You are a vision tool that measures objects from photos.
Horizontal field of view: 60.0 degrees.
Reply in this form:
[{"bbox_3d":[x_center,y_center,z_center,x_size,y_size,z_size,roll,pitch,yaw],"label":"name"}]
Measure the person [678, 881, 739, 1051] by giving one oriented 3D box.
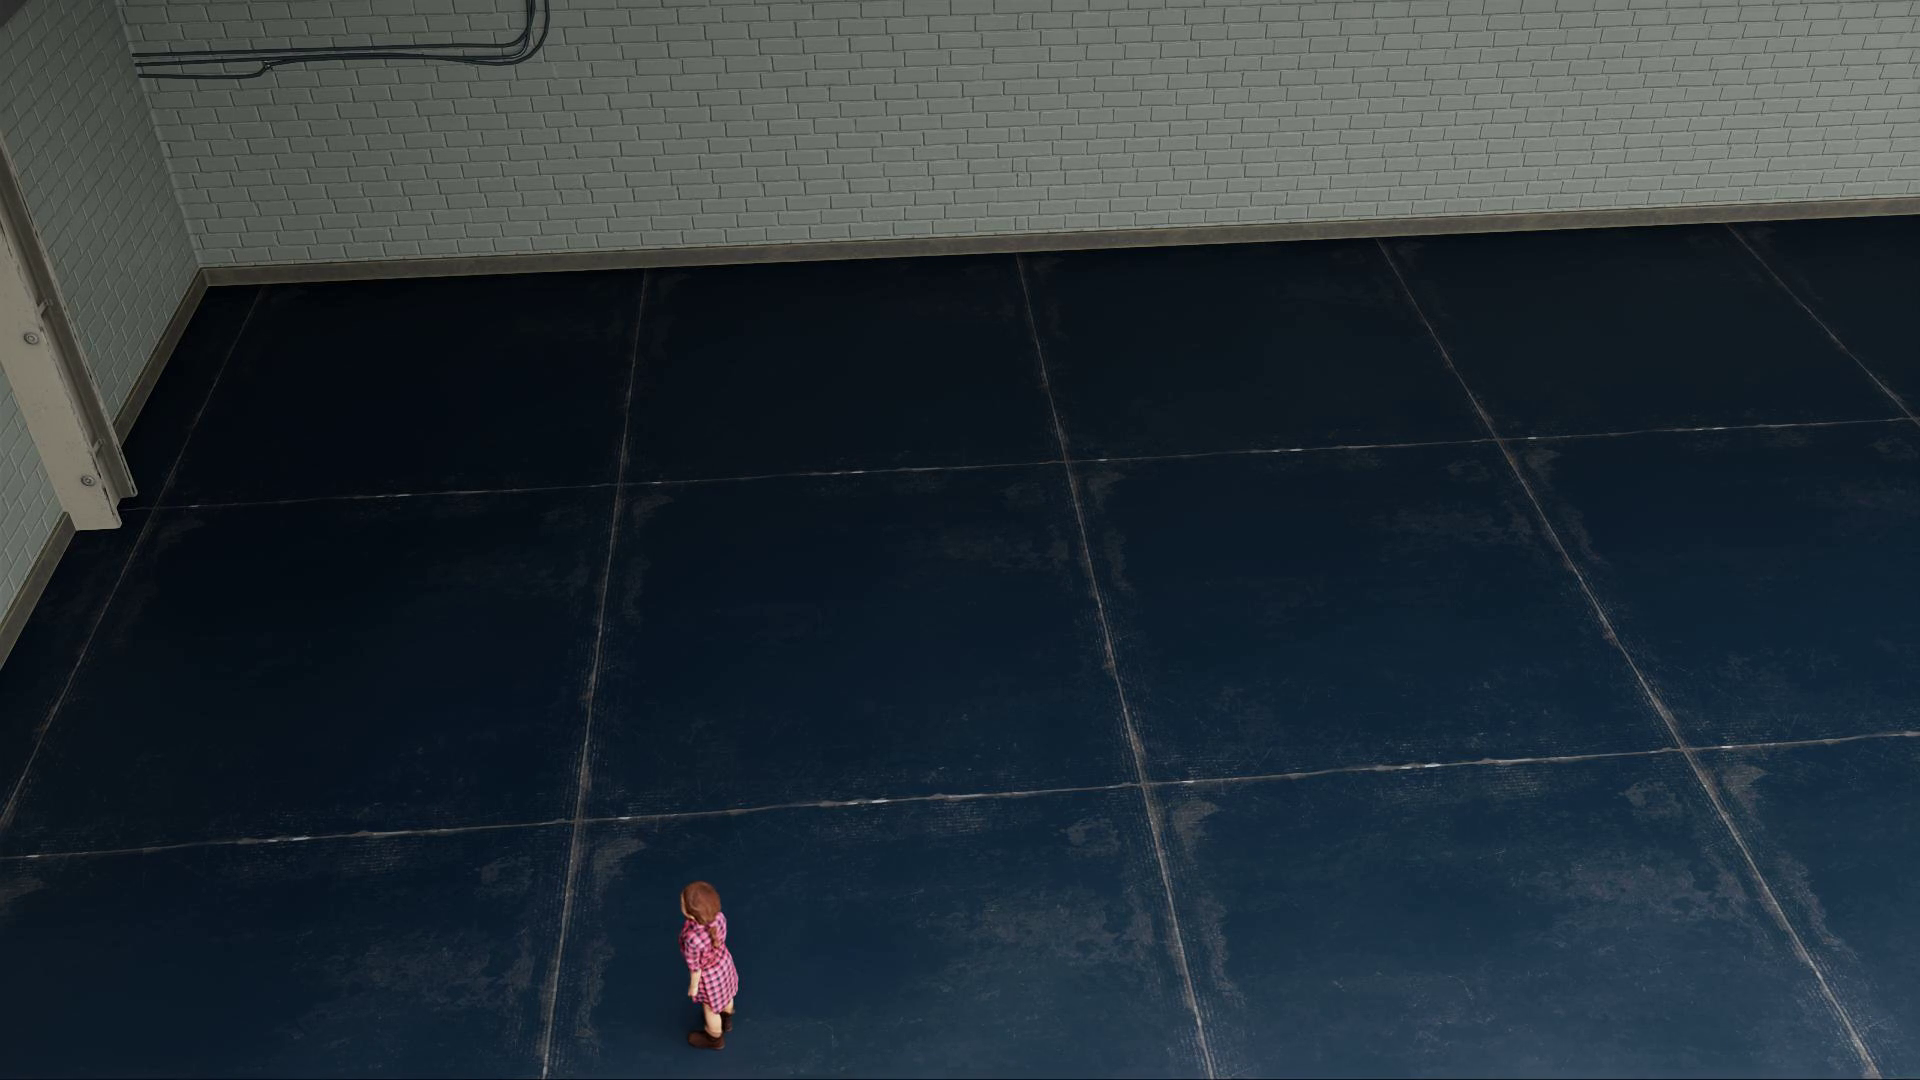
[{"bbox_3d":[-1.118,1.877,7.353,0.555,1.022,0.471,14,40,17],"label":"person"}]
